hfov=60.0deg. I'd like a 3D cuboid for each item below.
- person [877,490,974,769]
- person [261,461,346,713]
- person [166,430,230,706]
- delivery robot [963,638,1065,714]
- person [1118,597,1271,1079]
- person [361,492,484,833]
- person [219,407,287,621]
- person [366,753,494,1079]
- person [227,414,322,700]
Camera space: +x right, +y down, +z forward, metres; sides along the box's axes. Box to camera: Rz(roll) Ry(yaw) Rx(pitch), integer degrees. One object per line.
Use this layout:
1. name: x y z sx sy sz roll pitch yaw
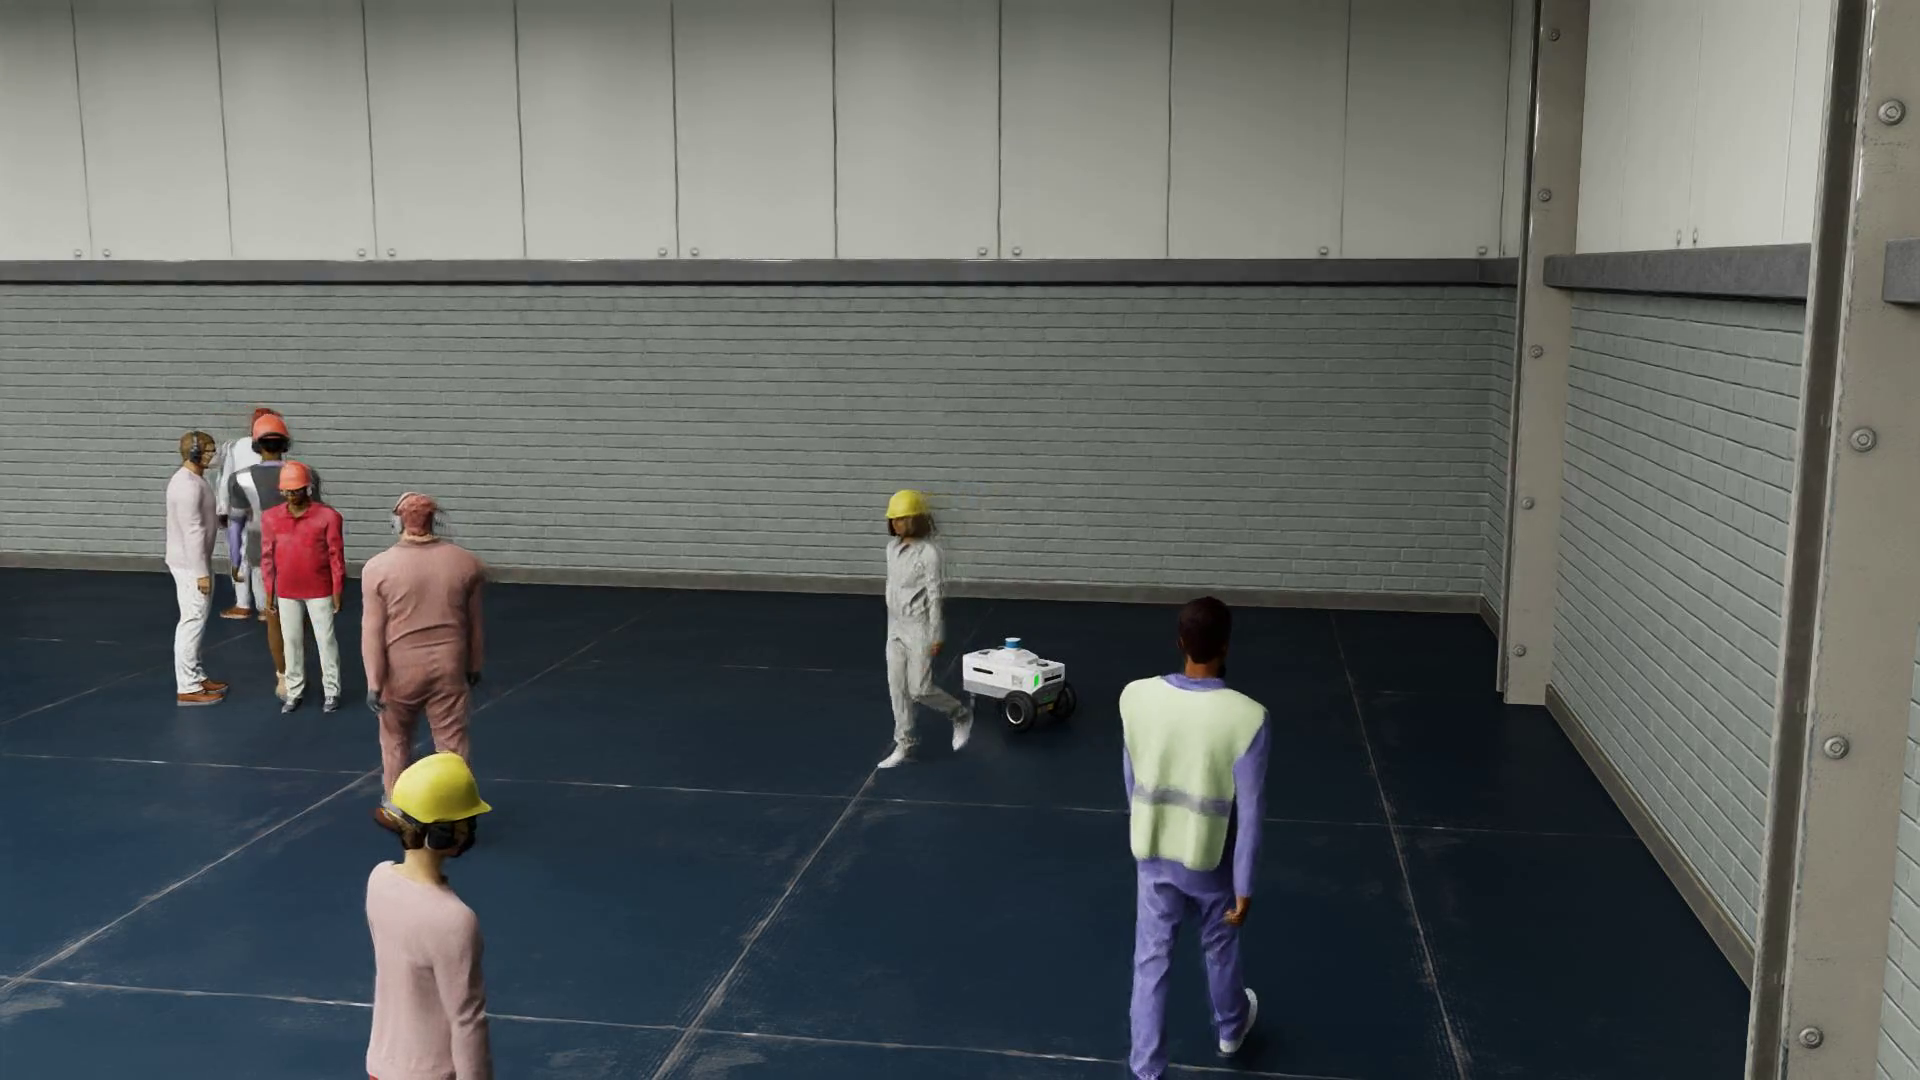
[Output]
1. person: -0.228 0.537 10.173 0.551 1.727 0.484 -8 12 -39
2. person: -4.503 0.325 11.401 0.567 1.744 0.351 0 9 -3
3. person: -5.371 0.189 11.702 0.381 1.932 0.626 -3 10 -19
4. delivery robot: 0.354 0.902 11.214 0.707 0.478 0.477 8 12 42
5. person: 0.869 1.125 6.106 0.589 1.863 1.015 4 10 25
6. person: -2.885 0.674 8.855 0.676 1.873 0.861 -7 11 -35
7. person: -6.147 -0.220 14.447 0.712 1.860 0.345 2 9 12
8. person: -1.413 1.440 4.509 0.520 1.760 0.353 9 13 43
9. person: -4.917 0.103 11.927 0.612 2.013 0.808 -6 11 -32
